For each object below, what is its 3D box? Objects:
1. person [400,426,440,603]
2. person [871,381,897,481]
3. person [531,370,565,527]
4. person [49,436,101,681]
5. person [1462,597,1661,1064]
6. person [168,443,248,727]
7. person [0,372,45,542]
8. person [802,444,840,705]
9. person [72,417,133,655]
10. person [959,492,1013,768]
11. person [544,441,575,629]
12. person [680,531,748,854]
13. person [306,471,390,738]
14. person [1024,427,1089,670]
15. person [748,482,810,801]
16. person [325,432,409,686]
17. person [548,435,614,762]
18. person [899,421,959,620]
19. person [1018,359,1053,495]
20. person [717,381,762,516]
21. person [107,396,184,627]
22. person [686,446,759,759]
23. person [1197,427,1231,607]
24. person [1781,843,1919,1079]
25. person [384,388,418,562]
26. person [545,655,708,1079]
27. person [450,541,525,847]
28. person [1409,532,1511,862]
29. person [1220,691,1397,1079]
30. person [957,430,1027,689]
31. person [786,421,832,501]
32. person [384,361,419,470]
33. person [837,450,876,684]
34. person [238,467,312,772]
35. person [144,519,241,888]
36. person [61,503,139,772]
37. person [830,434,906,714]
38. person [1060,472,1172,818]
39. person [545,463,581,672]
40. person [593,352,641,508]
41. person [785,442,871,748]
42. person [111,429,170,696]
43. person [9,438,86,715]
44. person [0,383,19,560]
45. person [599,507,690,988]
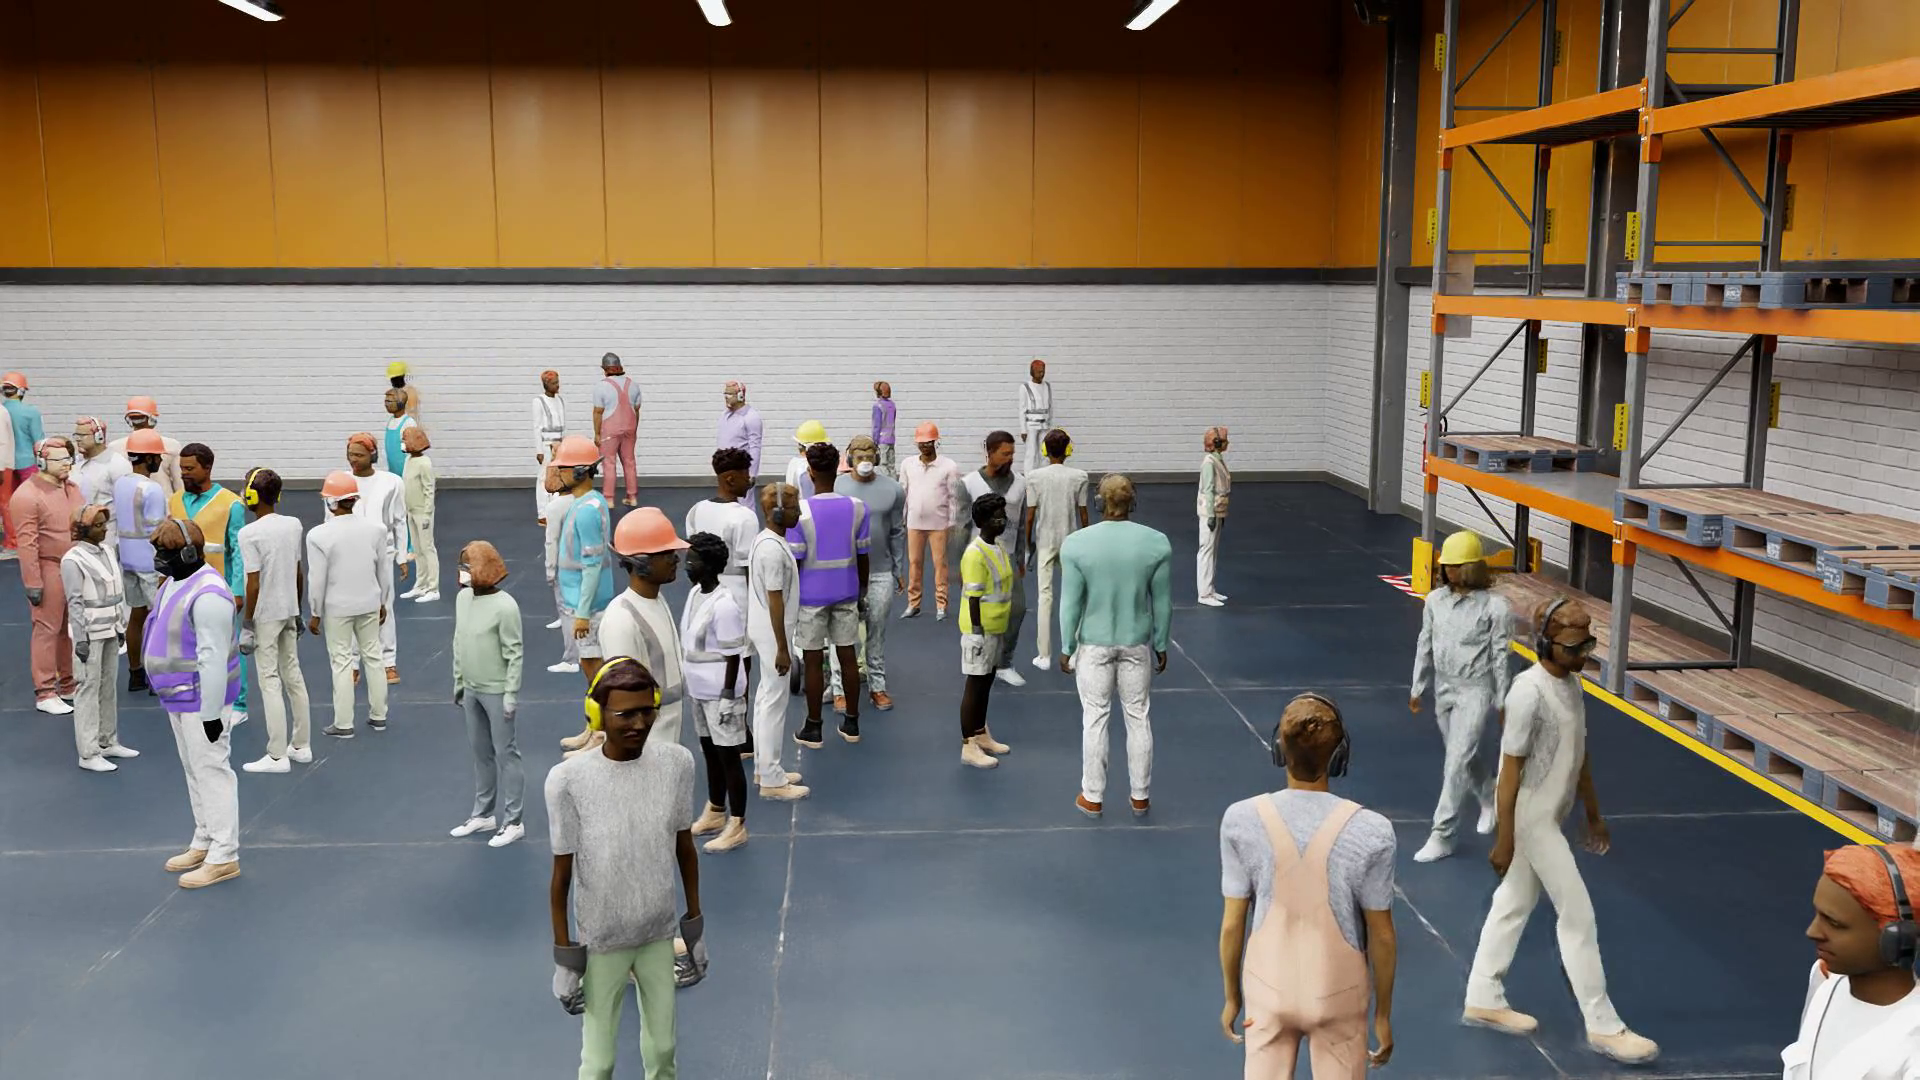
[{"bbox_3d":[-5.031,-0.241,15.441,0.278,1.634,0.497,-8,12,-41],"label":"person"},{"bbox_3d":[-1.004,-1.272,21.899,0.308,1.639,0.524,4,10,26],"label":"person"},{"bbox_3d":[-4.942,-1.107,20.106,0.359,1.882,0.575,3,10,20],"label":"person"},{"bbox_3d":[-6.657,0.136,12.461,0.339,1.833,0.524,3,10,20],"label":"person"},{"bbox_3d":[2.349,1.113,6.398,0.825,1.798,0.509,5,11,31],"label":"person"},{"bbox_3d":[-5.029,0.302,11.149,0.591,1.919,0.391,3,9,18],"label":"person"},{"bbox_3d":[-10.124,-0.811,17.916,0.612,1.989,0.400,1,9,3],"label":"person"},{"bbox_3d":[-0.917,0.236,11.782,0.390,1.846,0.565,-2,9,-11],"label":"person"},{"bbox_3d":[-6.868,-0.028,13.251,0.639,1.911,0.406,4,10,24],"label":"person"},{"bbox_3d":[0.163,0.546,10.308,0.317,1.695,0.540,3,9,17],"label":"person"},{"bbox_3d":[-3.322,-0.026,14.075,0.306,1.639,0.523,-7,12,-38],"label":"person"},{"bbox_3d":[-1.297,0.792,8.758,0.321,1.696,0.537,-5,10,-29],"label":"person"},{"bbox_3d":[-4.015,0.417,10.923,0.318,1.756,0.559,8,12,41],"label":"person"},{"bbox_3d":[0.737,0.067,12.775,0.514,1.871,0.327,0,9,-2],"label":"person"},{"bbox_3d":[-1.061,0.578,9.636,0.326,1.845,0.517,-2,9,-12],"label":"person"},{"bbox_3d":[-4.367,0.141,12.271,0.574,1.882,0.358,-3,10,-18],"label":"person"},{"bbox_3d":[-2.340,0.369,10.336,0.371,2.044,0.608,-2,9,-13],"label":"person"},{"bbox_3d":[-0.287,-0.168,14.614,0.563,1.752,0.328,2,9,14],"label":"person"},{"bbox_3d":[1.050,-1.538,22.843,0.585,1.878,0.364,-7,12,-39],"label":"person"},{"bbox_3d":[-2.389,-0.741,17.735,0.642,1.909,0.408,9,13,43],"label":"person"},{"bbox_3d":[-6.992,-0.242,14.338,0.625,1.987,0.389,-5,10,-27],"label":"person"},{"bbox_3d":[-1.452,0.389,10.461,0.614,1.960,0.362,8,12,40],"label":"person"},{"bbox_3d":[2.331,-0.221,15.300,0.311,1.642,0.513,3,9,17],"label":"person"},{"bbox_3d":[1.896,1.542,3.508,0.352,1.878,0.568,1,9,8],"label":"person"},{"bbox_3d":[-5.906,-0.691,17.609,0.507,1.847,0.351,8,12,43],"label":"person"},{"bbox_3d":[-1.041,1.271,5.254,0.509,1.862,0.328,-6,11,-33],"label":"person"},{"bbox_3d":[-2.520,0.809,8.851,0.497,1.634,0.279,7,11,37],"label":"person"},{"bbox_3d":[2.688,0.786,8.775,0.836,1.713,0.493,-7,11,-37],"label":"person"},{"bbox_3d":[1.001,1.346,4.819,0.507,1.847,0.343,3,10,19],"label":"person"},{"bbox_3d":[0.231,0.149,12.171,0.653,1.903,0.507,-5,10,-26],"label":"person"},{"bbox_3d":[-1.237,-0.073,13.768,0.403,1.831,0.596,-3,10,-18],"label":"person"},{"bbox_3d":[-7.425,-1.424,22.042,0.622,1.890,0.637,8,12,40],"label":"person"},{"bbox_3d":[-0.754,0.193,12.338,0.331,1.754,0.564,0,9,-2],"label":"person"},{"bbox_3d":[-4.207,0.485,10.149,0.321,1.871,0.532,3,9,17],"label":"person"},{"bbox_3d":[-3.820,0.799,8.305,0.429,1.837,0.624,-7,12,-39],"label":"person"},{"bbox_3d":[-5.301,0.589,10.215,0.307,1.639,0.525,0,9,-2],"label":"person"},{"bbox_3d":[-0.669,0.231,11.526,0.630,1.938,0.369,-3,10,-18],"label":"person"},{"bbox_3d":[0.863,0.589,9.283,0.636,1.936,0.354,-1,9,-6],"label":"person"},{"bbox_3d":[-3.001,0.199,12.716,0.280,1.625,0.493,4,10,21],"label":"person"},{"bbox_3d":[-4.522,-1.443,21.722,0.683,2.000,0.535,-9,13,-44],"label":"person"},{"bbox_3d":[-0.863,0.352,10.683,0.617,1.963,0.361,-5,10,-29],"label":"person"},{"bbox_3d":[-5.852,0.160,12.020,0.541,1.929,0.385,6,11,34],"label":"person"},{"bbox_3d":[-6.252,0.240,11.572,0.402,1.906,0.651,1,9,5],"label":"person"},{"bbox_3d":[-10.272,-0.786,17.740,0.396,1.992,0.623,-5,11,-31],"label":"person"},{"bbox_3d":[-1.326,0.875,7.142,0.368,2.048,0.605,0,9,2],"label":"person"}]
